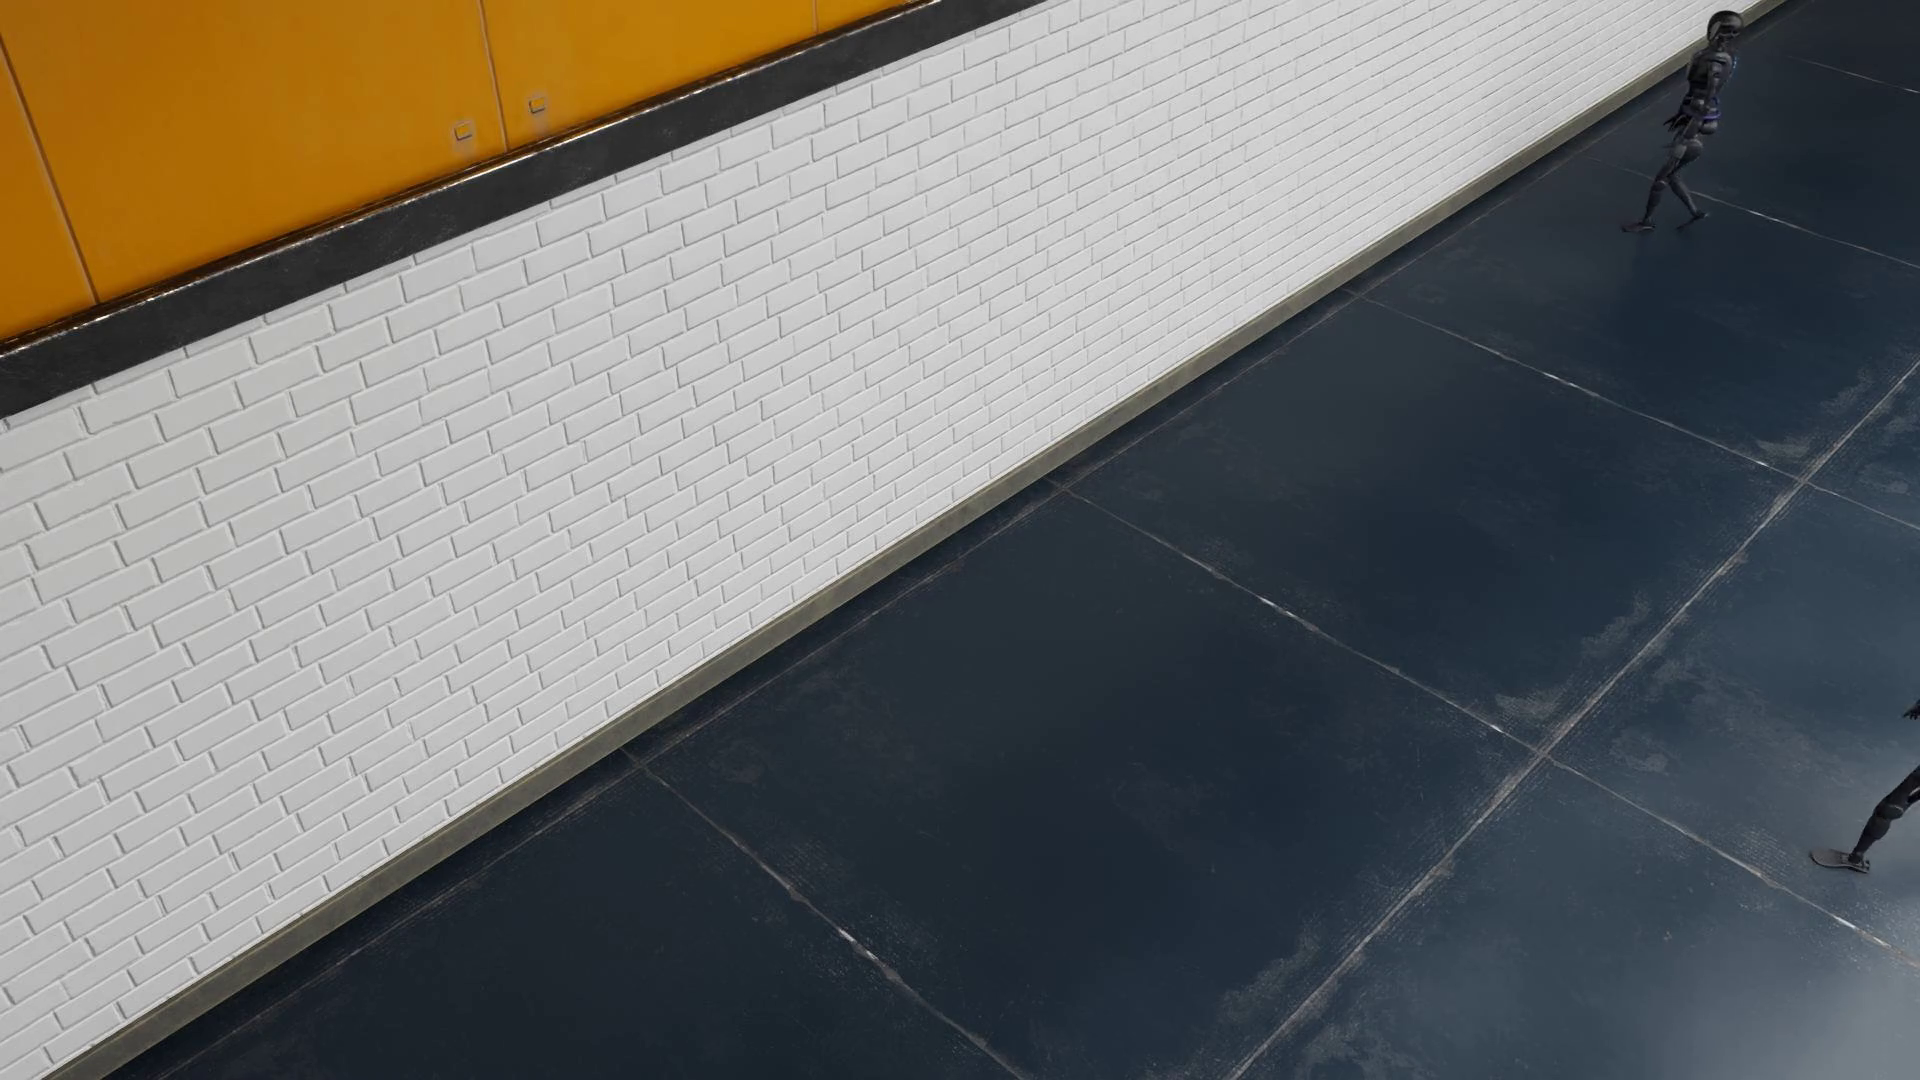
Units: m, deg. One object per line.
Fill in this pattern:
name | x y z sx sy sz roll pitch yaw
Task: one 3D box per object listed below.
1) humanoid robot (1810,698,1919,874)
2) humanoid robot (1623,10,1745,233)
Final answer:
humanoid robot | 4.137 0.797 6.835 0.748 1.642 0.611 10 40 12
humanoid robot | 5.012 -2.827 11.351 0.545 1.639 0.601 11 40 14
